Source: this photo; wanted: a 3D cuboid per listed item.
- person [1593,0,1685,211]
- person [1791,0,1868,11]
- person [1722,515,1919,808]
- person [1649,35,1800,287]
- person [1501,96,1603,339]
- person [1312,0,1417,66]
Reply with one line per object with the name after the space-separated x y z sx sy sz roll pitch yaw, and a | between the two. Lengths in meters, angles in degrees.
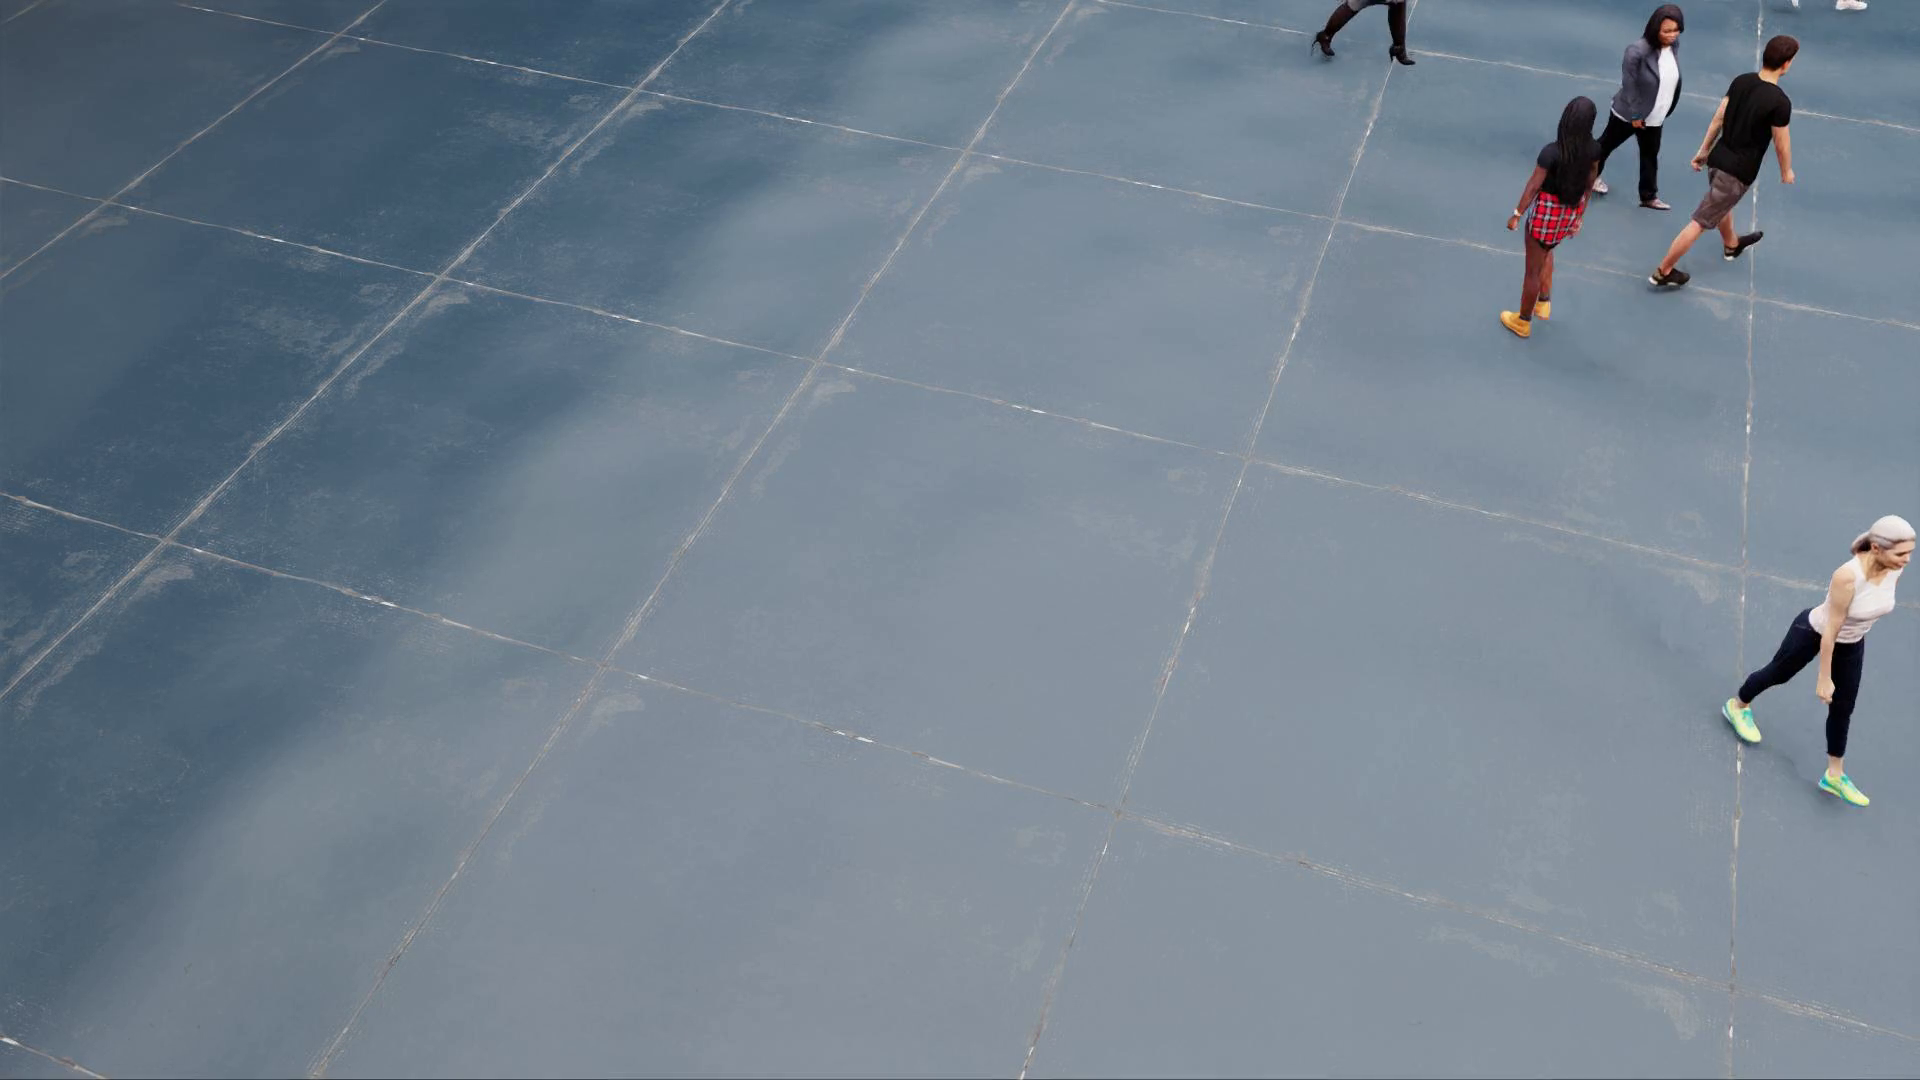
4.995 -3.253 12.412 1.030 1.561 1.108 -20 47 -20 | person
7.891 -5.459 14.696 1.029 1.667 0.692 7 44 8 | person
4.261 0.464 8.357 1.085 1.662 1.099 -14 45 -14 | person
5.235 -2.538 11.470 1.299 1.800 1.123 -11 44 -12 | person
4.002 -2.089 11.049 0.734 1.720 0.795 -21 47 -21 | person
3.440 -4.785 13.935 1.125 1.720 0.705 17 46 18 | person
